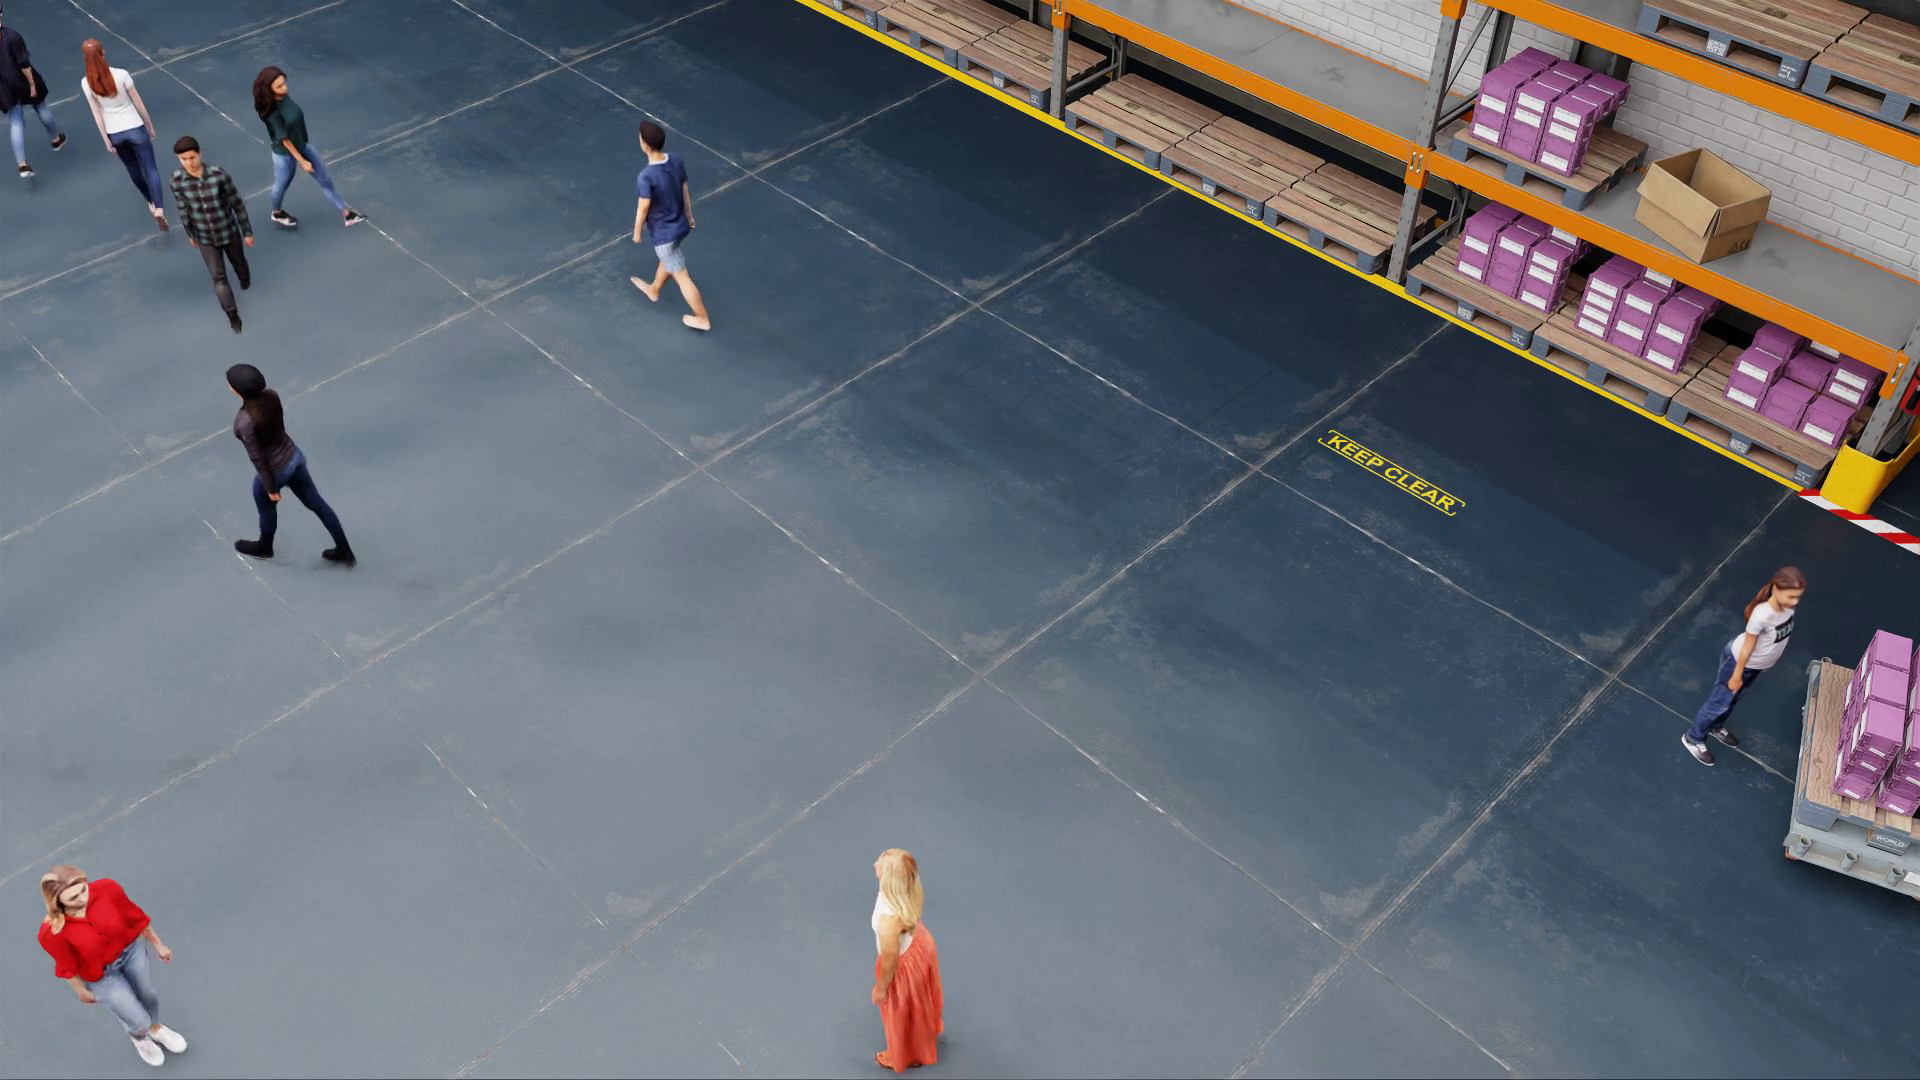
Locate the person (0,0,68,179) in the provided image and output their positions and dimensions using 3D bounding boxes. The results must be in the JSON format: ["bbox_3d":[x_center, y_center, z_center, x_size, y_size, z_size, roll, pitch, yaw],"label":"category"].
[{"bbox_3d":[-8.693,-4.114,15.244,1.108,1.643,1.204,-3,44,-4],"label":"person"}]

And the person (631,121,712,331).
[{"bbox_3d":[-2.279,-2.468,13.402,1.172,1.801,0.818,23,48,22],"label":"person"}]

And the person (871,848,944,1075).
[{"bbox_3d":[-0.287,2.152,8.552,0.747,1.802,0.727,10,44,10],"label":"person"}]

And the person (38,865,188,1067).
[{"bbox_3d":[-4.435,2.163,8.619,0.662,1.693,0.687,20,47,19],"label":"person"}]

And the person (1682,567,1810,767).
[{"bbox_3d":[4.841,0.735,10.213,0.568,1.562,0.554,-27,50,-25],"label":"person"}]

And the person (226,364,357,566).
[{"bbox_3d":[-4.545,-0.459,11.359,1.184,1.710,1.021,7,44,8],"label":"person"}]

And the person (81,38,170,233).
[{"bbox_3d":[-7.284,-3.510,14.554,0.829,1.720,1.104,-17,46,-17],"label":"person"}]

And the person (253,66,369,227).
[{"bbox_3d":[-5.921,-3.372,14.525,1.204,1.560,1.038,5,44,5],"label":"person"}]

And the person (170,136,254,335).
[{"bbox_3d":[-6.171,-2.606,13.801,0.992,1.682,1.180,-13,45,-13],"label":"person"}]
